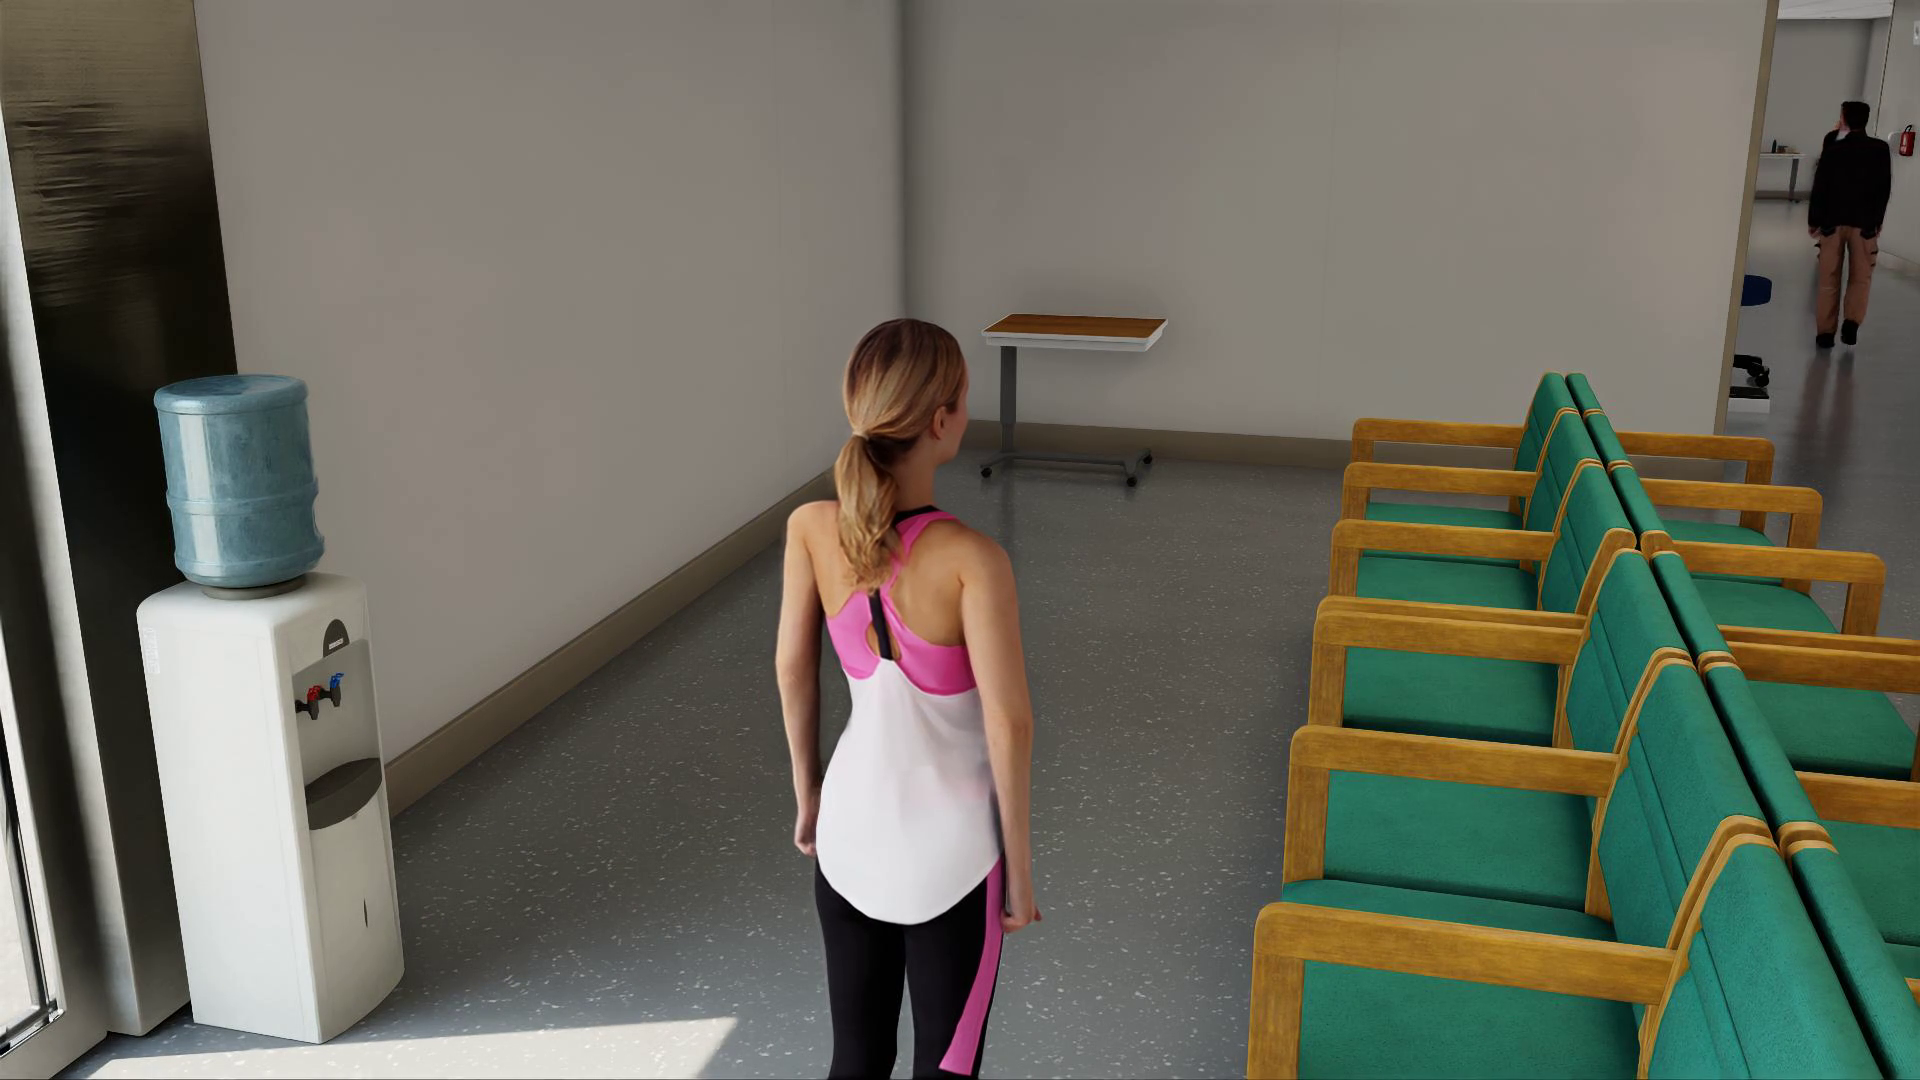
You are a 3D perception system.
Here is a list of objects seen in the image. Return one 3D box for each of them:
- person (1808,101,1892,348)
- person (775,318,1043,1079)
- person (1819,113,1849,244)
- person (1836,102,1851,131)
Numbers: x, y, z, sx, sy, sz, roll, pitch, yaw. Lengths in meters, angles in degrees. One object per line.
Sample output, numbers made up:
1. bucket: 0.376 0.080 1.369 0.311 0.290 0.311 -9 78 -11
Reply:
1. person: 7.026 -2.473 13.133 0.769 1.915 0.838 8 17 25
2. person: -0.093 0.531 2.712 0.560 1.787 0.730 10 18 31
3. person: 10.879 -4.430 20.564 1.091 1.648 0.911 10 19 31
4. person: 14.118 -6.163 26.681 0.894 1.666 0.922 -7 17 -22
